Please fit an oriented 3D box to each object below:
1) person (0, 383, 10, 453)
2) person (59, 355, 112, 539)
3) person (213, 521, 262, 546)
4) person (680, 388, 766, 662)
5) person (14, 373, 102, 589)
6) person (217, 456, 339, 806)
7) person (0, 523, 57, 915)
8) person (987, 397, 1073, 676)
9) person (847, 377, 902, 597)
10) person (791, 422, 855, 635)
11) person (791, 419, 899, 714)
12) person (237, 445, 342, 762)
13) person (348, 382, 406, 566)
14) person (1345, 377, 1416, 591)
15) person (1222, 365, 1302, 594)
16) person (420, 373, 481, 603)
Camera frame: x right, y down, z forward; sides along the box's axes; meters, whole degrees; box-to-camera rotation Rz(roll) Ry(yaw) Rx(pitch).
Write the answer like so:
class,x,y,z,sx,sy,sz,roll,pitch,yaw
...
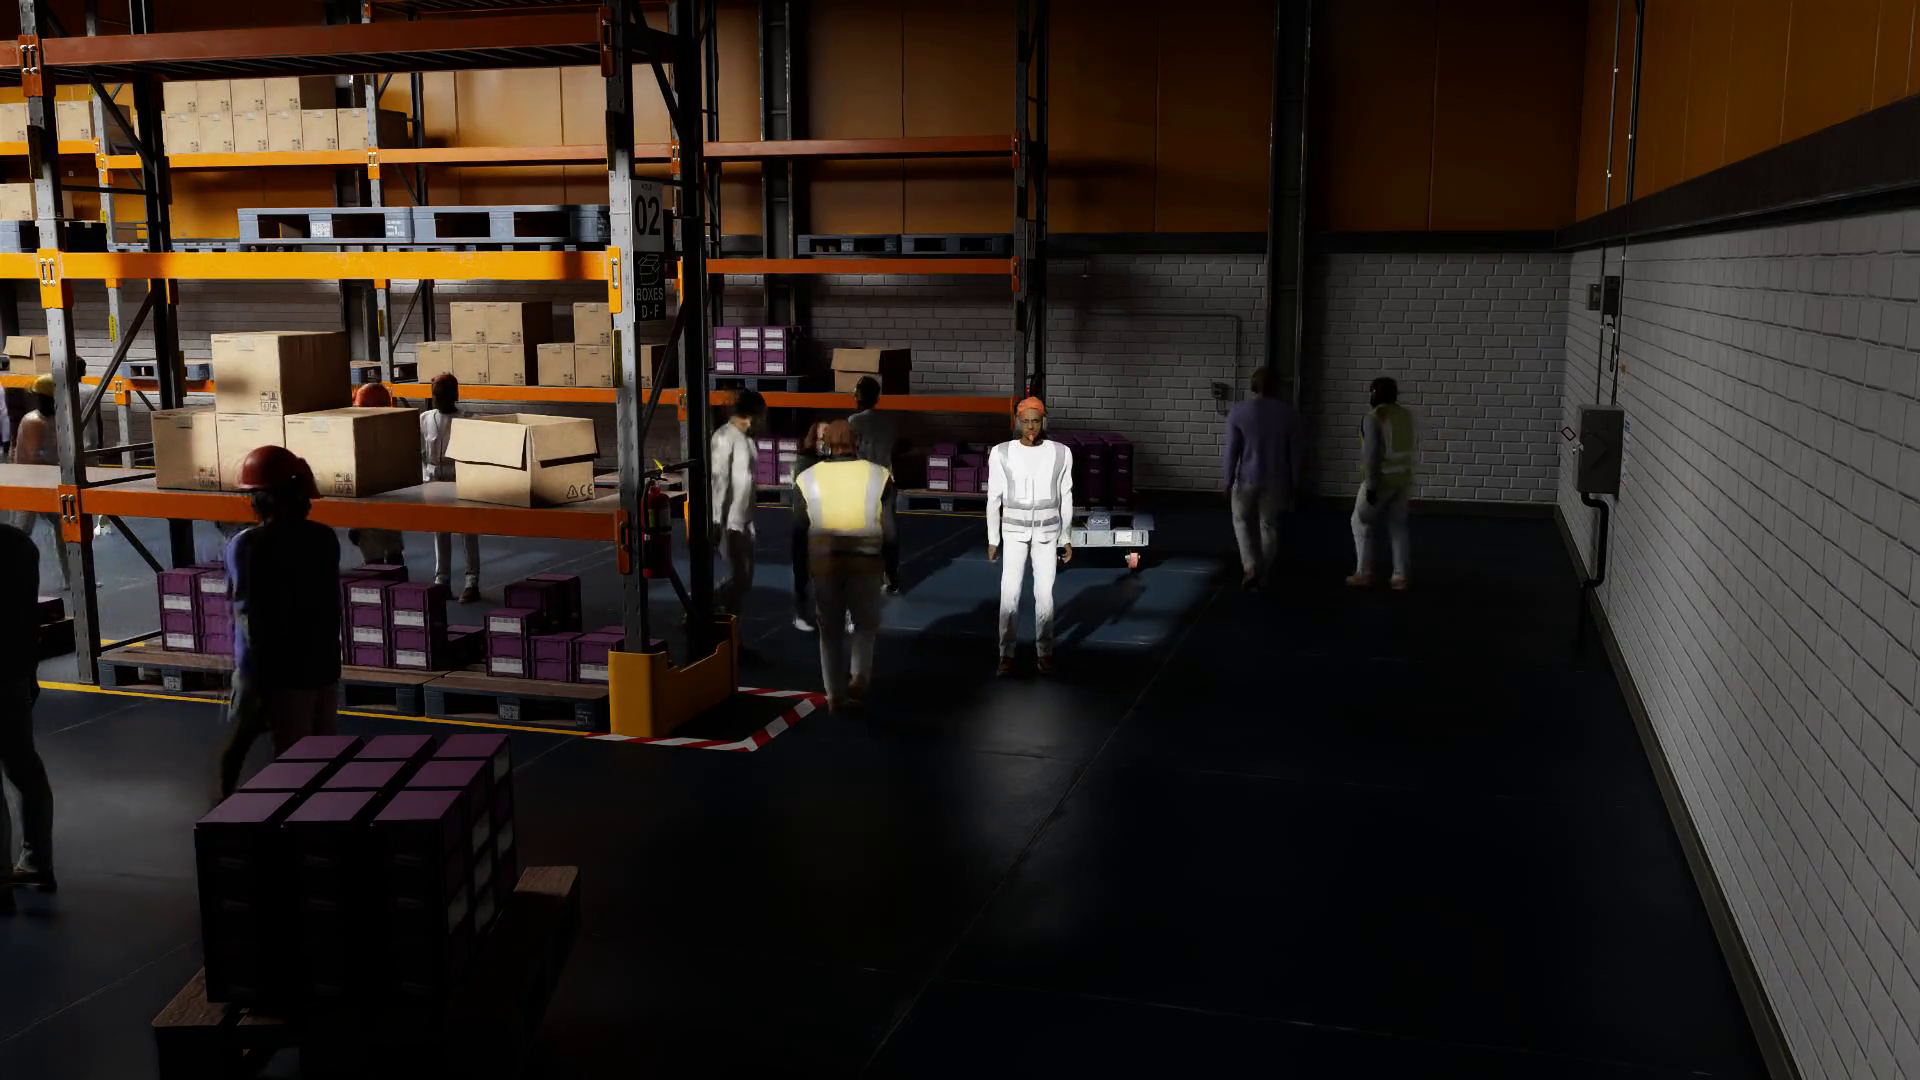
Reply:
class,x,y,z,sx,sy,sz,roll,pitch,yaw
person,-10.713,-1.114,18.104,0.642,1.803,0.940,-3,10,-19
person,-8.874,-0.939,16.811,0.310,1.868,0.532,3,10,16
person,-5.823,-0.265,13.314,0.696,1.671,0.533,4,10,24
person,-1.602,-0.097,11.553,0.508,1.905,0.706,2,10,14
person,-7.858,-0.470,13.987,0.950,1.869,0.594,-2,10,-15
person,-3.188,0.540,7.805,1.035,1.882,0.554,5,10,27
person,-4.158,0.623,7.075,0.352,1.937,0.635,2,9,11
person,0.470,-0.019,11.156,0.585,1.882,0.337,-1,9,-4
person,-0.714,-0.441,13.957,0.663,1.829,0.512,8,12,39
person,-0.999,-0.071,12.350,0.506,1.600,0.739,-7,12,-37
person,-0.699,0.186,10.105,0.665,1.820,0.542,0,9,0
person,-2.871,0.583,7.157,0.399,1.989,0.622,1,9,7
person,-4.327,-0.196,12.126,0.576,1.916,0.546,3,10,16
person,3.606,-0.477,14.182,0.643,1.810,0.673,-7,11,-35
person,2.521,-0.497,13.937,0.656,1.926,0.436,0,9,-1
person,-4.159,-0.420,13.602,0.584,1.882,0.337,2,10,11
